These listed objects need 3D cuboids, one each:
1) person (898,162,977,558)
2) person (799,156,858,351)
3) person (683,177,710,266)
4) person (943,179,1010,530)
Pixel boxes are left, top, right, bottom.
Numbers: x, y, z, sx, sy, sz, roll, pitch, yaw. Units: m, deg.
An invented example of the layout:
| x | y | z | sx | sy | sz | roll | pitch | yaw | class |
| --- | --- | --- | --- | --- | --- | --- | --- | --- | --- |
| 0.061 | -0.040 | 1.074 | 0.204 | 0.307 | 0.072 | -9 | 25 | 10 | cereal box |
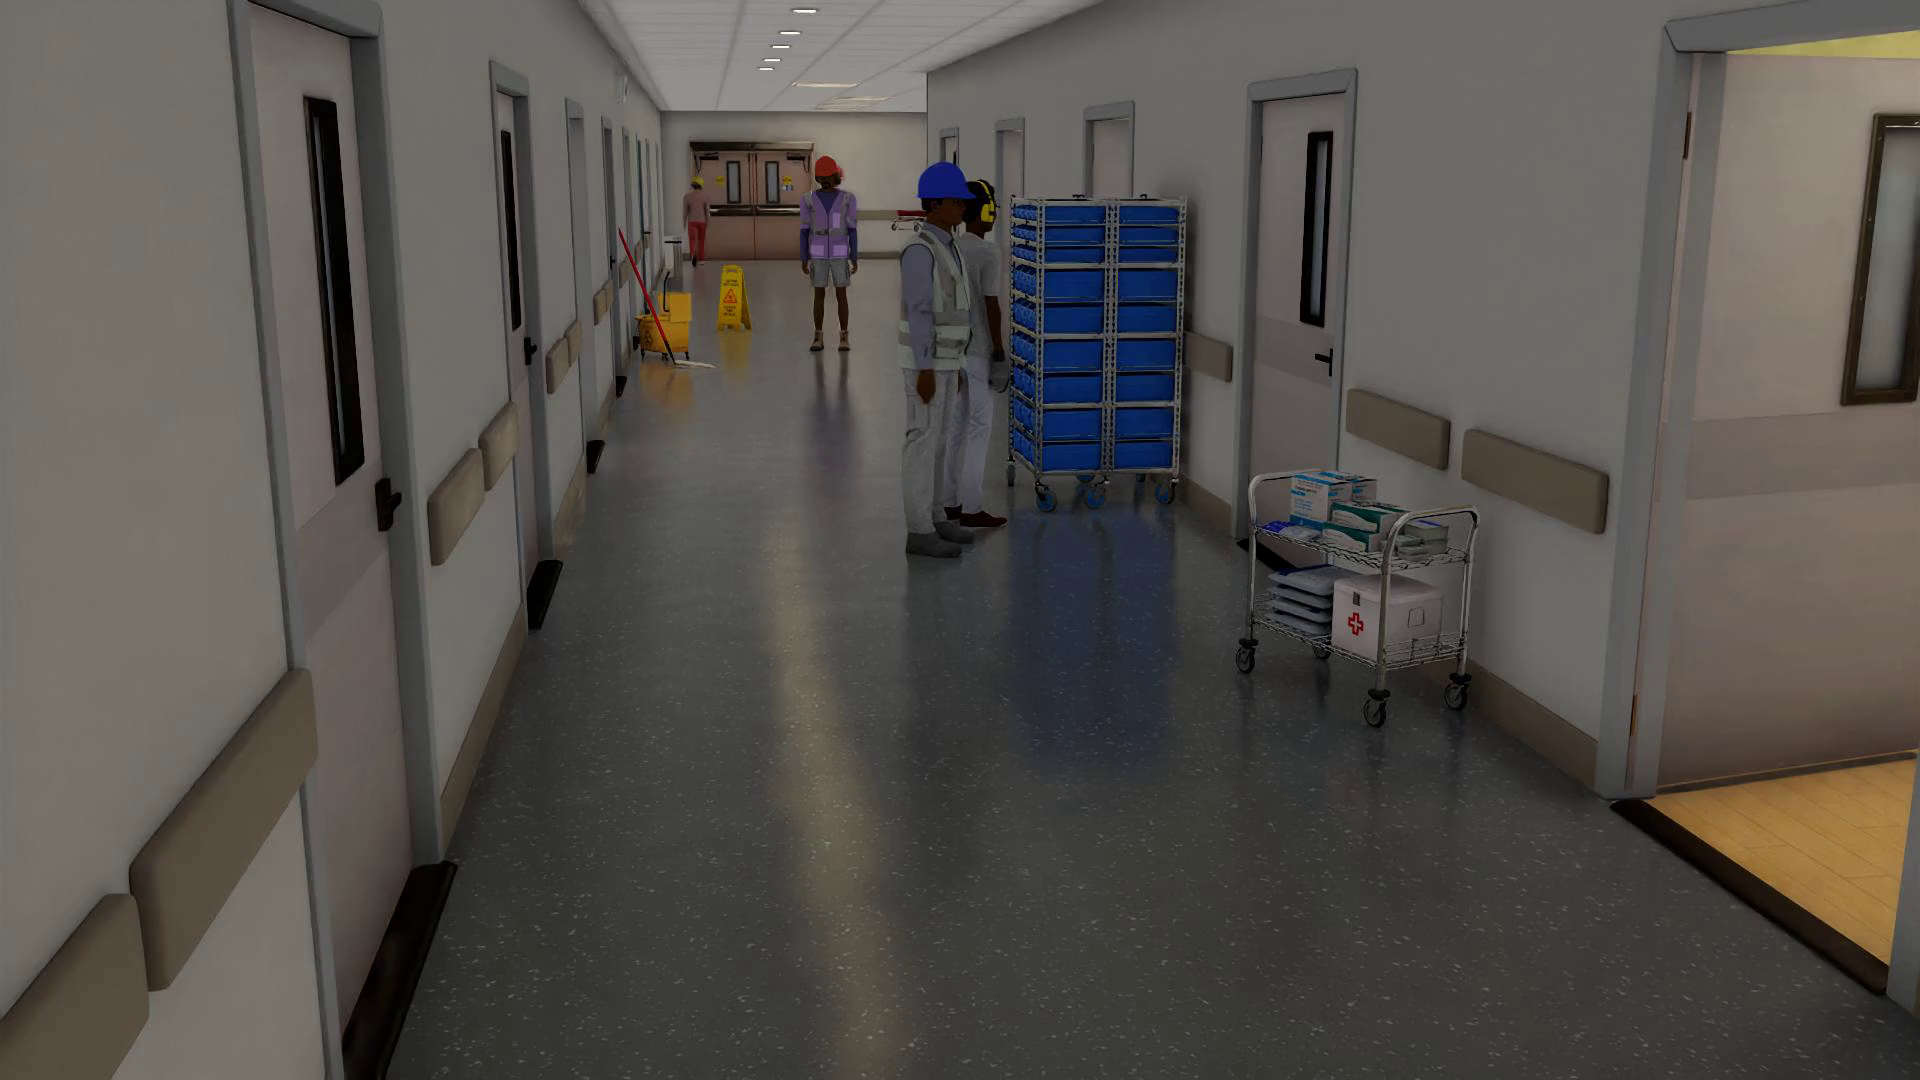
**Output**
| x | y | z | sx | sy | sz | roll | pitch | yaw | class |
| --- | --- | --- | --- | --- | --- | --- | --- | --- | --- |
| -0.113 | -0.900 | 8.349 | 0.402 | 1.949 | 0.605 | 3 | 13 | 15 | person |
| -1.377 | -2.996 | 17.473 | 0.606 | 2.036 | 0.398 | -1 | 13 | -2 | person |
| -5.118 | -6.192 | 32.358 | 0.533 | 1.727 | 0.821 | -2 | 13 | -10 | person |
| 0.063 | -0.989 | 8.955 | 0.334 | 1.864 | 0.503 | -9 | 15 | -34 | person |
